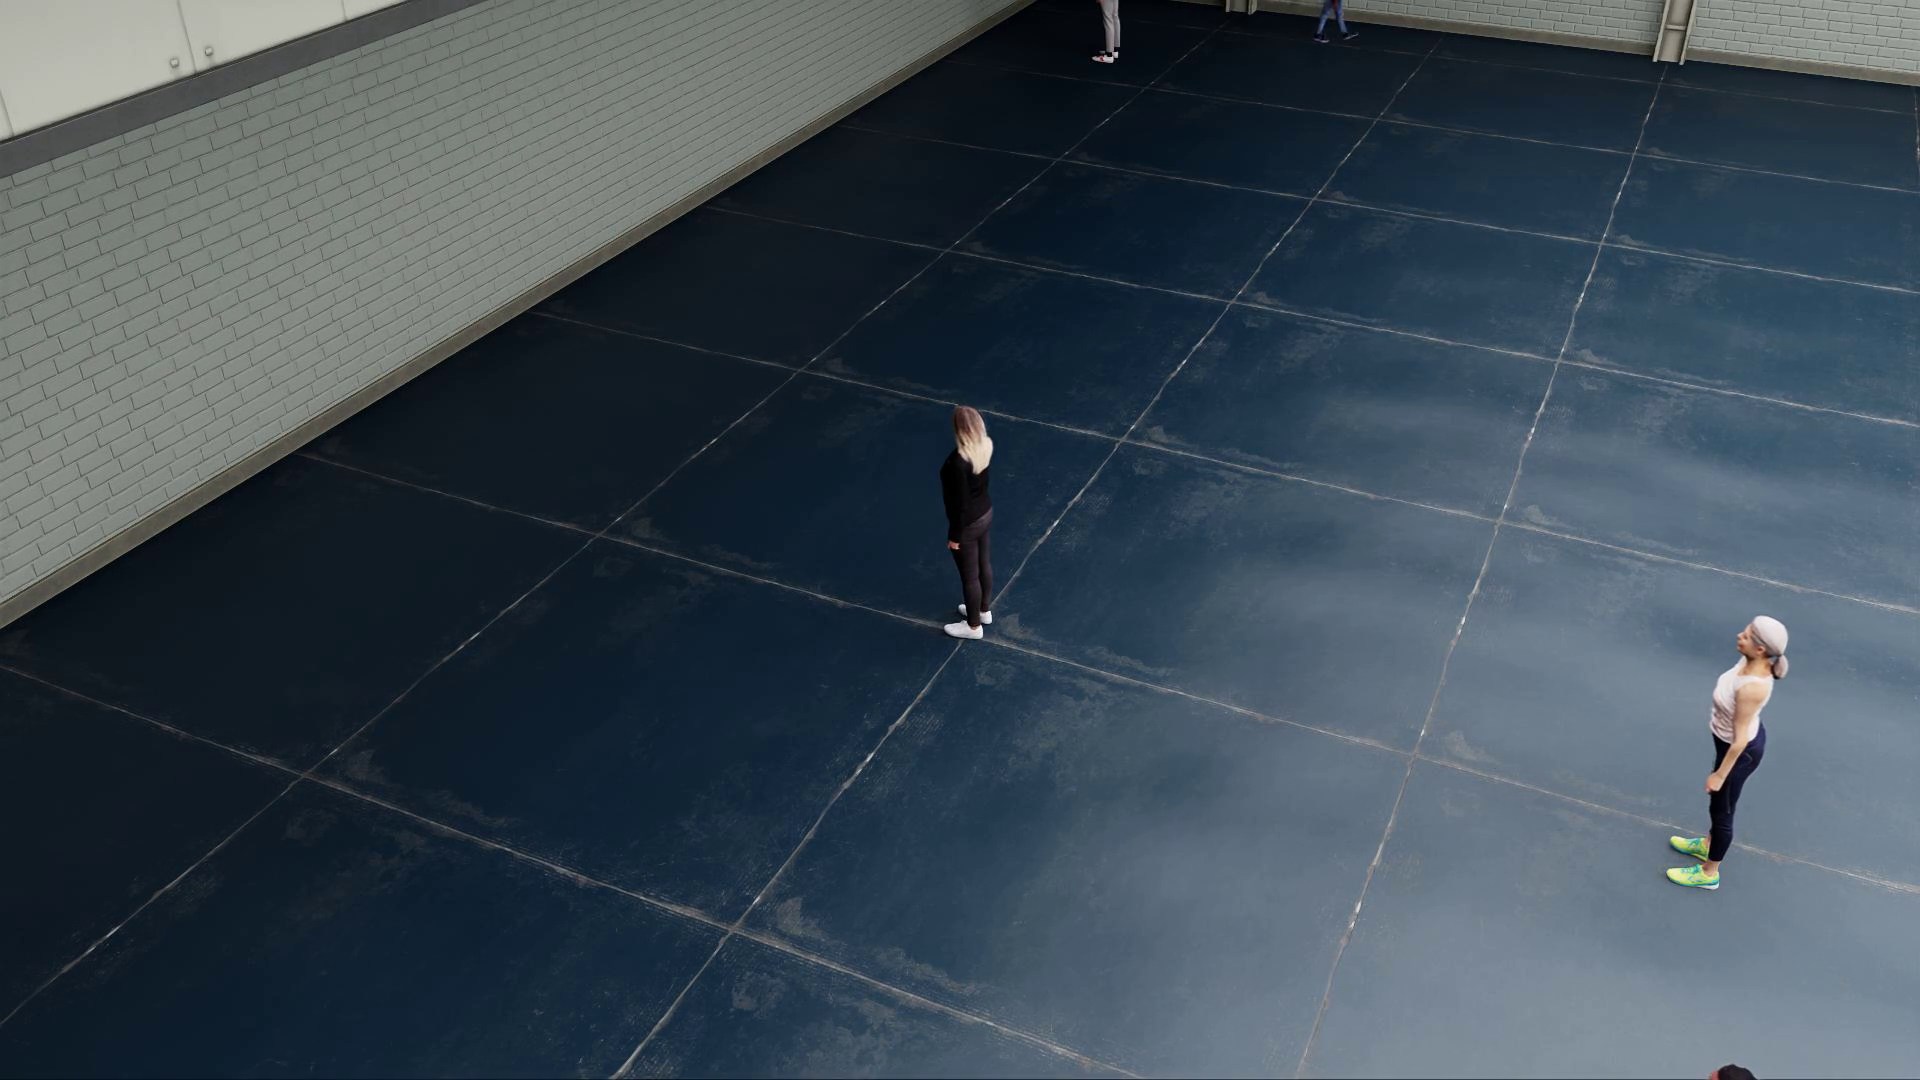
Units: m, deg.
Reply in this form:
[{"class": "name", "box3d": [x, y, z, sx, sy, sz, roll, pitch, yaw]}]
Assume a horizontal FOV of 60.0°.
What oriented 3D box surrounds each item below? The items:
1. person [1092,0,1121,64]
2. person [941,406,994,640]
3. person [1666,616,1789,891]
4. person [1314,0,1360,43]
[{"class": "person", "box3d": [1.988, -7.345, 22.025, 0.579, 1.957, 0.693, 15, 35, 23]}, {"class": "person", "box3d": [0.078, -0.111, 10.811, 0.529, 1.686, 0.600, 15, 35, 23]}, {"class": "person", "box3d": [4.114, 1.127, 8.834, 0.527, 1.701, 0.588, 15, 35, 23]}, {"class": "person", "box3d": [5.095, -7.500, 22.947, 0.814, 1.235, 0.553, 17, 36, 24]}]
